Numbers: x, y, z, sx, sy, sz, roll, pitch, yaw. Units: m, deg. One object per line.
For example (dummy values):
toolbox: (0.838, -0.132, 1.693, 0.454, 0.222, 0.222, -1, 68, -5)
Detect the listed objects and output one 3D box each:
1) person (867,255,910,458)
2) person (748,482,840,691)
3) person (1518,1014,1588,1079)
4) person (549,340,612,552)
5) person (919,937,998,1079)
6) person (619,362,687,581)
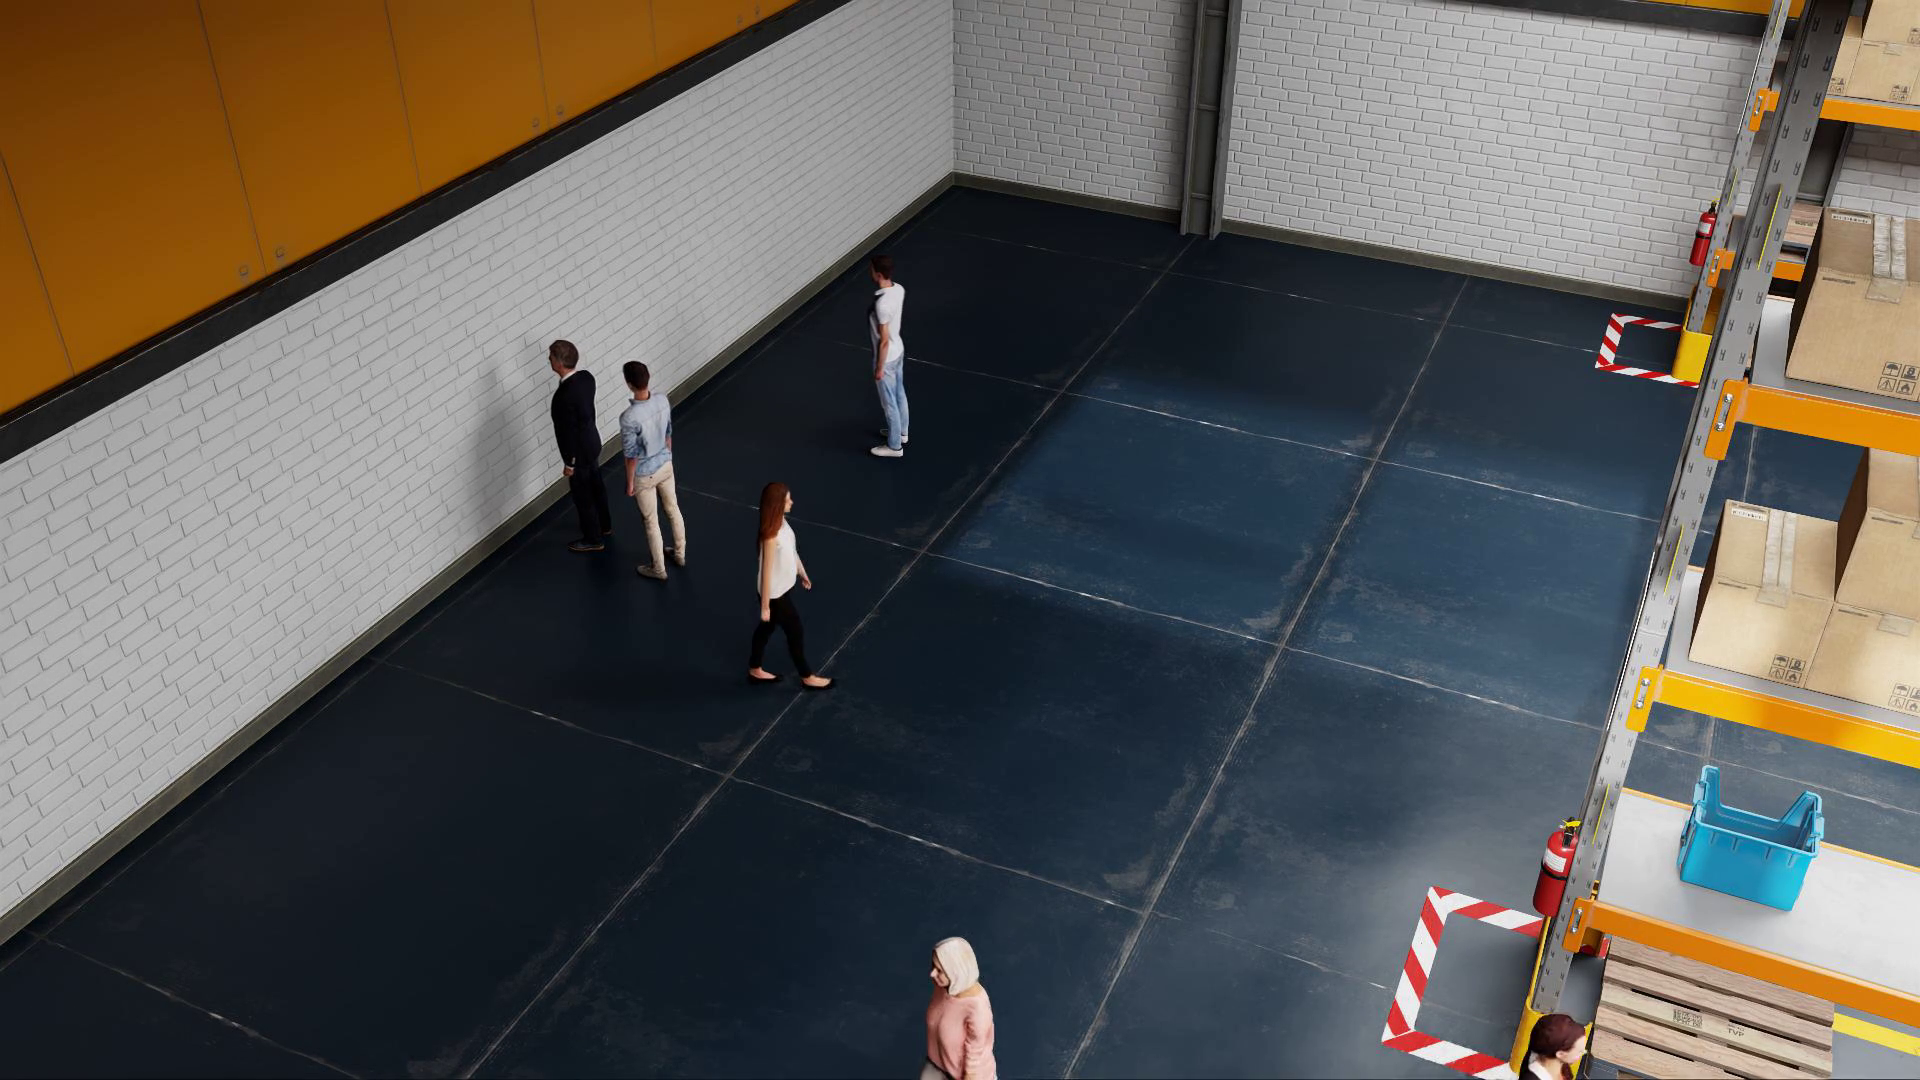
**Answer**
person: (-0.619, -1.597, 14.394, 0.595, 1.850, 0.691, 9, 35, 13)
person: (-1.373, 0.353, 11.600, 0.996, 1.694, 0.823, 0, 34, 0)
person: (2.559, 2.854, 7.753, 0.756, 1.788, 0.612, 13, 36, 19)
person: (-3.015, -0.758, 13.162, 0.678, 1.815, 0.754, 6, 34, 8)
person: (0.084, 2.573, 8.269, 0.974, 1.684, 1.086, -24, 40, -31)
person: (-2.372, -0.539, 12.804, 0.634, 1.846, 0.698, 24, 40, 31)
